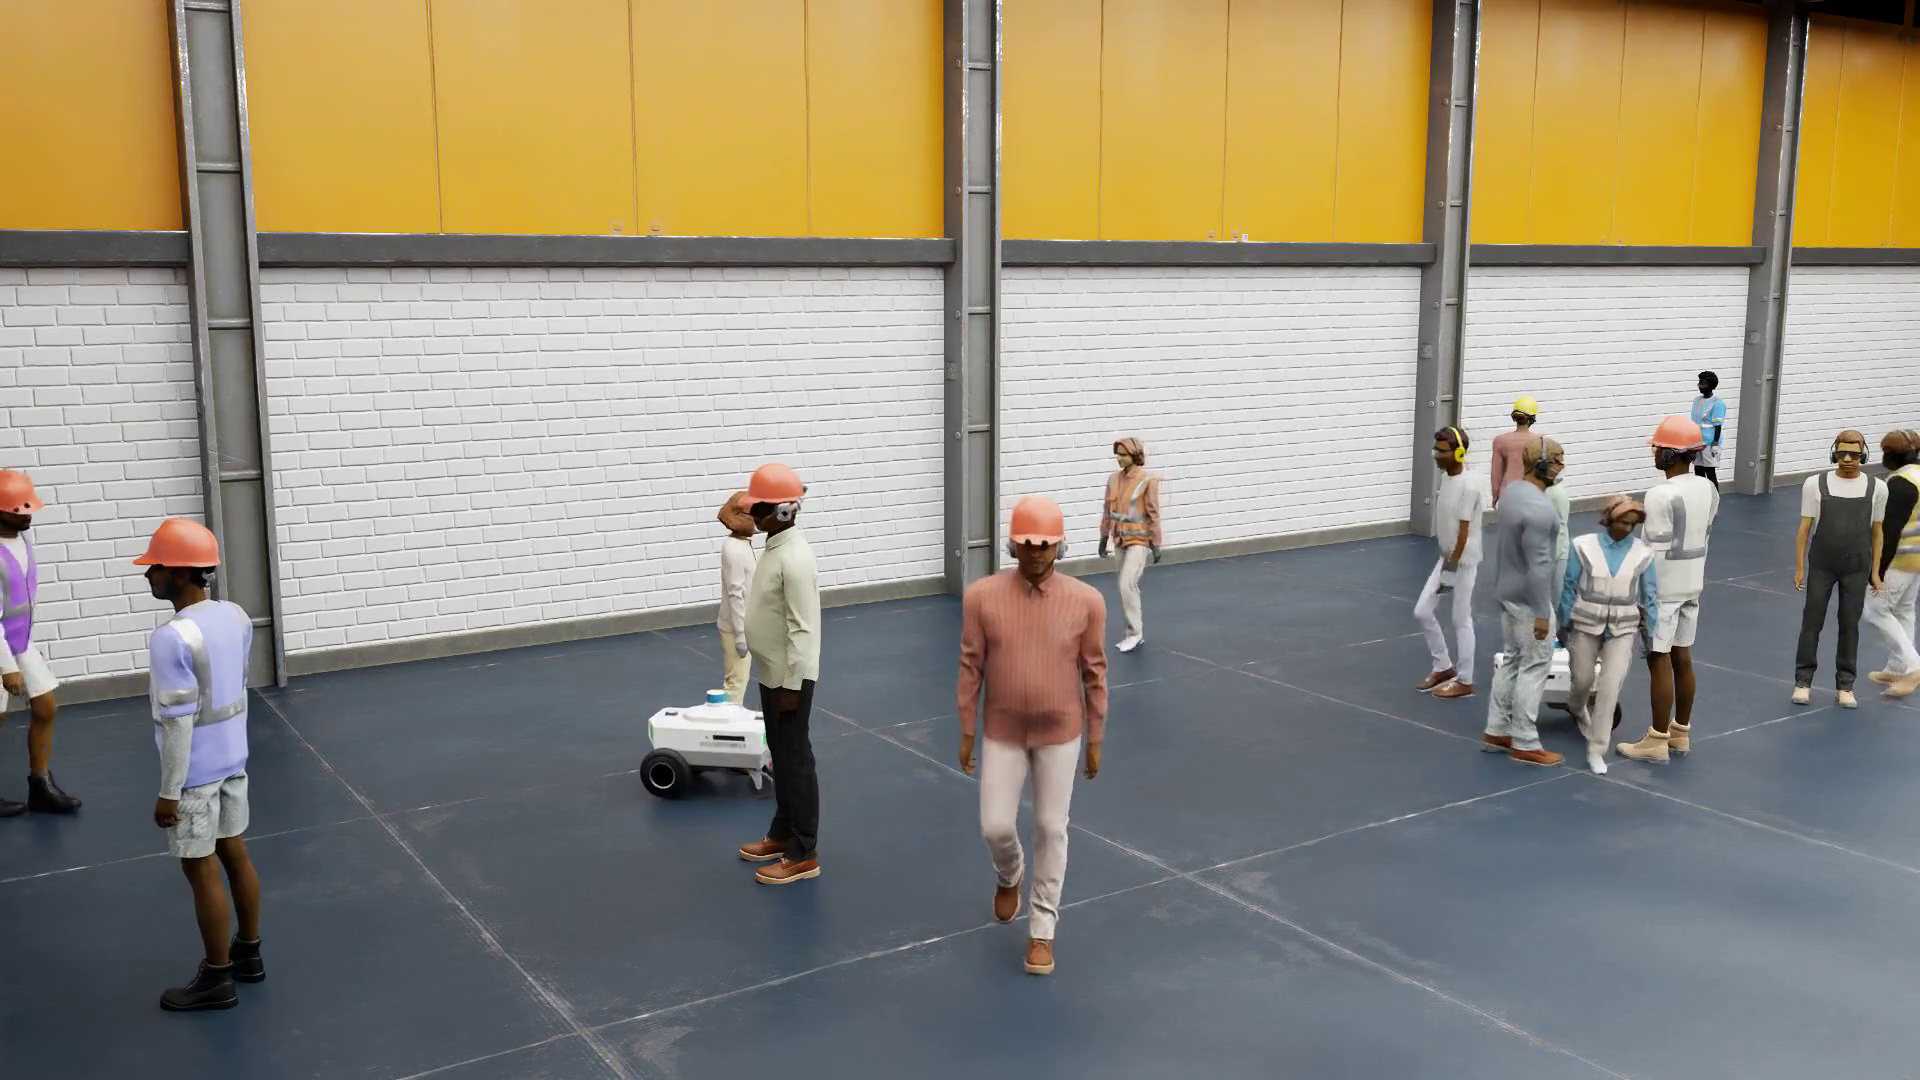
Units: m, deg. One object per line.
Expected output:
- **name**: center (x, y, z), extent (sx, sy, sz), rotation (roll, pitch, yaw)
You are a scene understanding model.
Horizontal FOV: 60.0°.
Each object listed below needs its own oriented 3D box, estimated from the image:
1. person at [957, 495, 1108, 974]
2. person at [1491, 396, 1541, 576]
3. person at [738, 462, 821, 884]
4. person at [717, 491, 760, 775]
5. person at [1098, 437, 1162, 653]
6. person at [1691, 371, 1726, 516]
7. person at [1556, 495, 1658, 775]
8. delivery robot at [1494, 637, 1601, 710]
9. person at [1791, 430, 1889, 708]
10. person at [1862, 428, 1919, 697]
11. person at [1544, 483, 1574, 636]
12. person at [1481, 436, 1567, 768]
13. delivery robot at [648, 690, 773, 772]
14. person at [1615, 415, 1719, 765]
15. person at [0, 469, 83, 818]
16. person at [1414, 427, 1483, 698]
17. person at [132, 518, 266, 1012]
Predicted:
- **person**: center (0.305, 0.783, 6.953), extent (0.634, 1.982, 0.540), rotation (1, 9, 3)
- **person**: center (4.924, -0.378, 14.611), extent (0.524, 1.770, 0.315), rotation (7, 12, 35)
- **person**: center (-0.848, 0.621, 7.902), extent (0.376, 1.995, 0.611), rotation (-3, 10, -19)
- **person**: center (-1.252, 0.524, 9.574), extent (0.280, 1.633, 0.498), rotation (0, 9, -2)
- **person**: center (1.242, 0.039, 12.509), extent (0.488, 1.620, 0.547), rotation (-7, 12, -36)
- **person**: center (8.662, -1.122, 19.327), extent (0.320, 1.694, 0.535), rotation (-1, 10, -8)
- **person**: center (3.772, 0.513, 9.727), extent (0.544, 1.607, 0.669), rotation (3, 10, 17)
- **delivery robot**: center (3.754, 0.857, 10.505), extent (0.707, 0.478, 0.477), rotation (2, 9, 8)
- **person**: center (5.787, 0.189, 10.957), extent (0.511, 1.844, 0.328), rotation (4, 10, 21)
- **person**: center (6.396, 0.152, 11.259), extent (0.490, 1.823, 0.728), rotation (9, 13, 42)
- **person**: center (4.237, 0.162, 11.824), extent (0.460, 1.612, 0.699), rotation (-1, 10, -8)
- **person**: center (3.321, 0.354, 9.689), extent (0.419, 1.930, 0.648), rotation (1, 9, 4)
- **delivery robot**: center (-1.347, 1.075, 9.218), extent (0.707, 0.478, 0.477), rotation (2, 10, 10)
- **person**: center (4.142, 0.289, 9.747), extent (0.607, 2.048, 0.368), rotation (-7, 12, -38)
- **person**: center (-4.950, 0.560, 8.613), extent (0.696, 1.877, 0.574), rotation (0, 9, -1)
- **person**: center (3.267, 0.165, 11.102), extent (0.502, 1.844, 0.506), rotation (-2, 10, -13)
- **person**: center (-2.987, 0.875, 6.530), extent (0.340, 1.941, 0.551), rotation (1, 9, 5)
